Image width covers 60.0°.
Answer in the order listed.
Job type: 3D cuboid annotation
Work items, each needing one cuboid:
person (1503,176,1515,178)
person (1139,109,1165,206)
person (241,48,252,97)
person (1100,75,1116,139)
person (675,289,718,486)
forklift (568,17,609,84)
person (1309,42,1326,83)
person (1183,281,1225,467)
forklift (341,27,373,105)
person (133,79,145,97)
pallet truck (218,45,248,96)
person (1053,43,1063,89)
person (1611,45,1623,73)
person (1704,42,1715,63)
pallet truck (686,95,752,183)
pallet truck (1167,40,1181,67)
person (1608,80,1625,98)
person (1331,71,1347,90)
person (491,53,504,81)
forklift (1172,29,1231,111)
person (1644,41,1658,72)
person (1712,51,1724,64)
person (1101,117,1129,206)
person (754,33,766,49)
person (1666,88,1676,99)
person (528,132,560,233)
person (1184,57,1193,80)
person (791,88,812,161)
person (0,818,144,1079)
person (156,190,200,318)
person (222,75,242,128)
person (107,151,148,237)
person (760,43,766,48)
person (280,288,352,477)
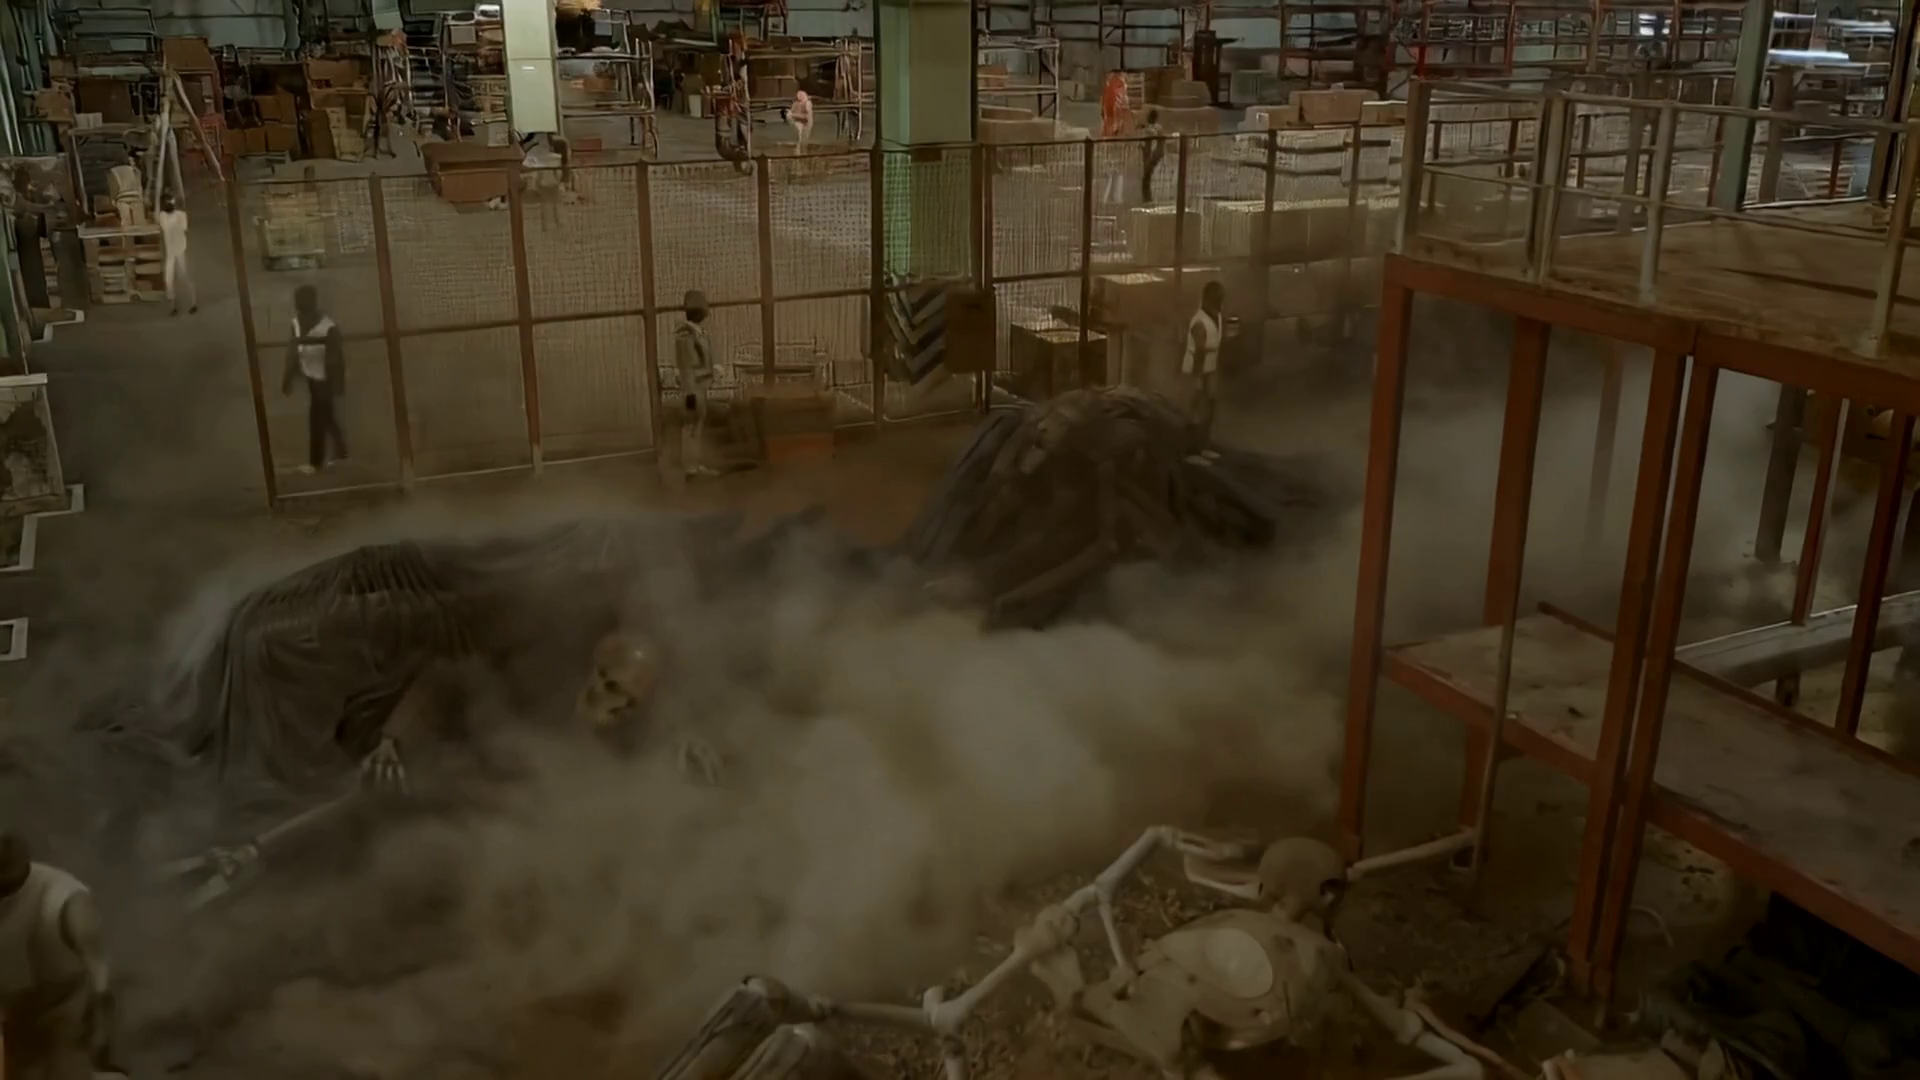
[{"bbox_3d":[8.276,-4.711,25.850,0.639,1.872,0.381,-8,21,-23],"label":"person"},{"bbox_3d":[4.139,-8.256,35.871,0.537,2.000,0.678,3,19,9],"label":"person"},{"bbox_3d":[-27.847,-18.262,65.047,0.371,1.925,0.595,-4,20,-13],"label":"person"},{"bbox_3d":[4.436,-12.938,49.723,0.511,1.860,0.325,14,24,35],"label":"person"},{"bbox_3d":[-2.614,-1.524,16.495,0.406,1.946,0.608,1,19,4],"label":"person"},{"bbox_3d":[-16.110,-21.315,72.458,1.873,2.768,1.129,-9,21,-25],"label":"forklift"},{"bbox_3d":[15.322,-20.289,71.010,1.035,1.875,0.646,-10,21,-26],"label":"person"},{"bbox_3d":[2.501,-1.720,17.125,0.384,1.913,0.593,8,21,22],"label":"person"},{"bbox_3d":[-22.275,-17.346,60.954,1.873,2.768,1.129,-9,21,-25],"label":"forklift"},{"bbox_3d":[-25.351,-13.403,51.417,0.523,1.632,0.313,6,20,16],"label":"person"},{"bbox_3d":[-28.879,-18.665,66.111,0.823,1.965,1.885,-3,19,-9],"label":"pallet truck"},{"bbox_3d":[4.098,-19.891,69.765,0.413,1.923,0.574,4,19,11],"label":"person"},{"bbox_3d":[29.270,-21.225,74.098,0.507,1.619,0.384,-6,20,-18],"label":"person"},{"bbox_3d":[30.339,-19.212,67.674,0.875,2.020,0.615,1,19,3],"label":"person"},{"bbox_3d":[-5.836,-9.608,39.856,0.823,1.965,1.885,10,22,27],"label":"pallet truck"},{"bbox_3d":[9.045,-19.971,69.895,0.823,1.965,1.885,-3,19,-8],"label":"pallet truck"},{"bbox_3d":[21.041,-14.078,53.392,0.496,1.615,0.405,12,22,31],"label":"person"},{"bbox_3d":[11.513,-13.232,50.431,0.555,1.943,0.647,-13,23,-32],"label":"person"},{"bbox_3d":[-17.251,-17.275,62.274,0.640,1.878,0.834,3,19,10],"label":"person"},{"bbox_3d":[8.533,-16.585,58.748,1.873,2.768,1.129,-9,21,-25],"label":"forklift"},{"bbox_3d":[32.786,-22.984,78.928,0.909,1.814,0.640,-8,21,-23],"label":"person"},{"bbox_3d":[30.681,-18.945,67.379,0.547,1.680,0.443,-8,21,-22],"label":"person"},{"bbox_3d":[3.337,-8.124,35.727,0.622,1.905,0.522,-3,19,-9],"label":"person"},{"bbox_3d":[-9.485,-23.008,78.772,0.657,1.969,0.414,7,20,20],"label":"person"},{"bbox_3d":[20.300,-12.138,47.731,0.309,1.640,0.514,10,21,26],"label":"person"},{"bbox_3d":[-8.019,-6.913,32.171,0.581,1.919,0.394,-7,20,-19],"label":"person"},{"bbox_3d":[8.784,-17.473,63.122,0.539,1.681,0.547,0,19,1],"label":"person"},{"bbox_3d":[-4.209,-11.026,44.140,0.579,1.883,0.352,2,19,7],"label":"person"},{"bbox_3d":[-3.671,1.897,6.792,0.647,1.812,0.741,5,20,14],"label":"person"},{"bbox_3d":[-11.486,-4.177,24.352,0.535,1.846,0.747,1,19,3],"label":"person"},{"bbox_3d":[-23.296,-14.061,53.293,0.541,1.664,0.850,-4,19,-10],"label":"person"},{"bbox_3d":[-14.733,-5.946,29.475,0.429,1.843,0.633,16,25,39],"label":"person"},{"bbox_3d":[-8.239,-19.712,69.262,0.516,1.932,0.726,6,20,16],"label":"person"},{"bbox_3d":[-6.575,-1.595,16.791,0.593,1.884,0.851,13,23,33],"label":"person"}]
